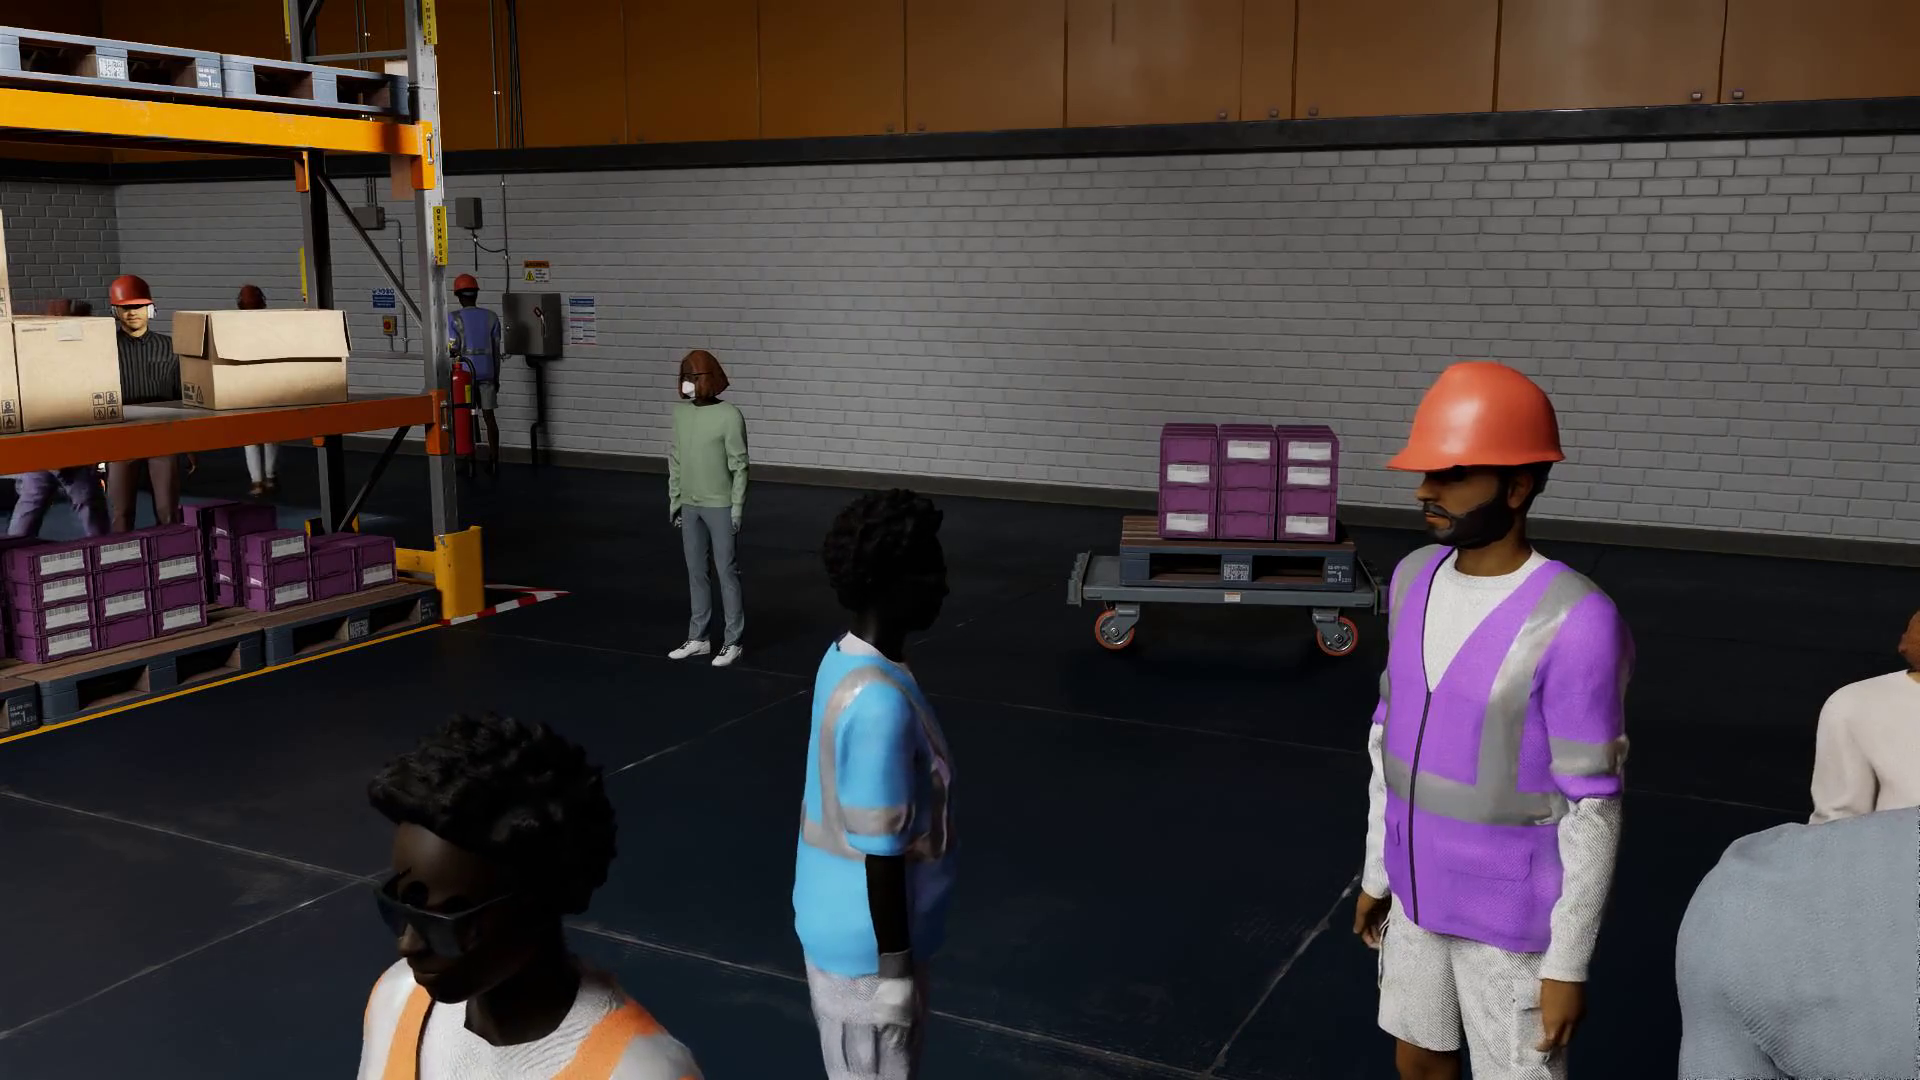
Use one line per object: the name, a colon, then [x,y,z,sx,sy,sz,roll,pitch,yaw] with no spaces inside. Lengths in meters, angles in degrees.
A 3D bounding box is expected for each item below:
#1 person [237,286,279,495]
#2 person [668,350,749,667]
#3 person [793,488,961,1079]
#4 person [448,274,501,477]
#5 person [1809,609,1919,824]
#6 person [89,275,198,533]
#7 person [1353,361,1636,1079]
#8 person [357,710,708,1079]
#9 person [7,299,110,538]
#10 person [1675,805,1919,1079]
person: [-6.264,-1.337,14.817,0.596,1.842,0.896,-5,11,-28]
person: [-1.309,-0.165,8.604,0.507,1.631,0.266,7,12,34]
person: [-0.156,0.744,3.163,0.318,1.695,0.540,-1,10,-8]
person: [-4.647,-1.563,15.850,0.543,1.928,0.372,-8,13,-40]
person: [1.820,0.796,3.081,0.492,1.625,0.284,3,10,19]
person: [-4.873,-0.571,9.909,0.611,1.996,0.378,-6,12,-31]
person: [0.917,0.648,3.018,0.373,1.939,0.545,-5,11,-25]
person: [-0.431,0.996,1.741,0.535,1.690,0.319,8,13,40]
person: [-5.597,-0.572,10.386,0.723,1.842,0.965,8,13,39]
person: [0.962,0.905,1.528,0.636,1.938,0.358,4,10,21]
